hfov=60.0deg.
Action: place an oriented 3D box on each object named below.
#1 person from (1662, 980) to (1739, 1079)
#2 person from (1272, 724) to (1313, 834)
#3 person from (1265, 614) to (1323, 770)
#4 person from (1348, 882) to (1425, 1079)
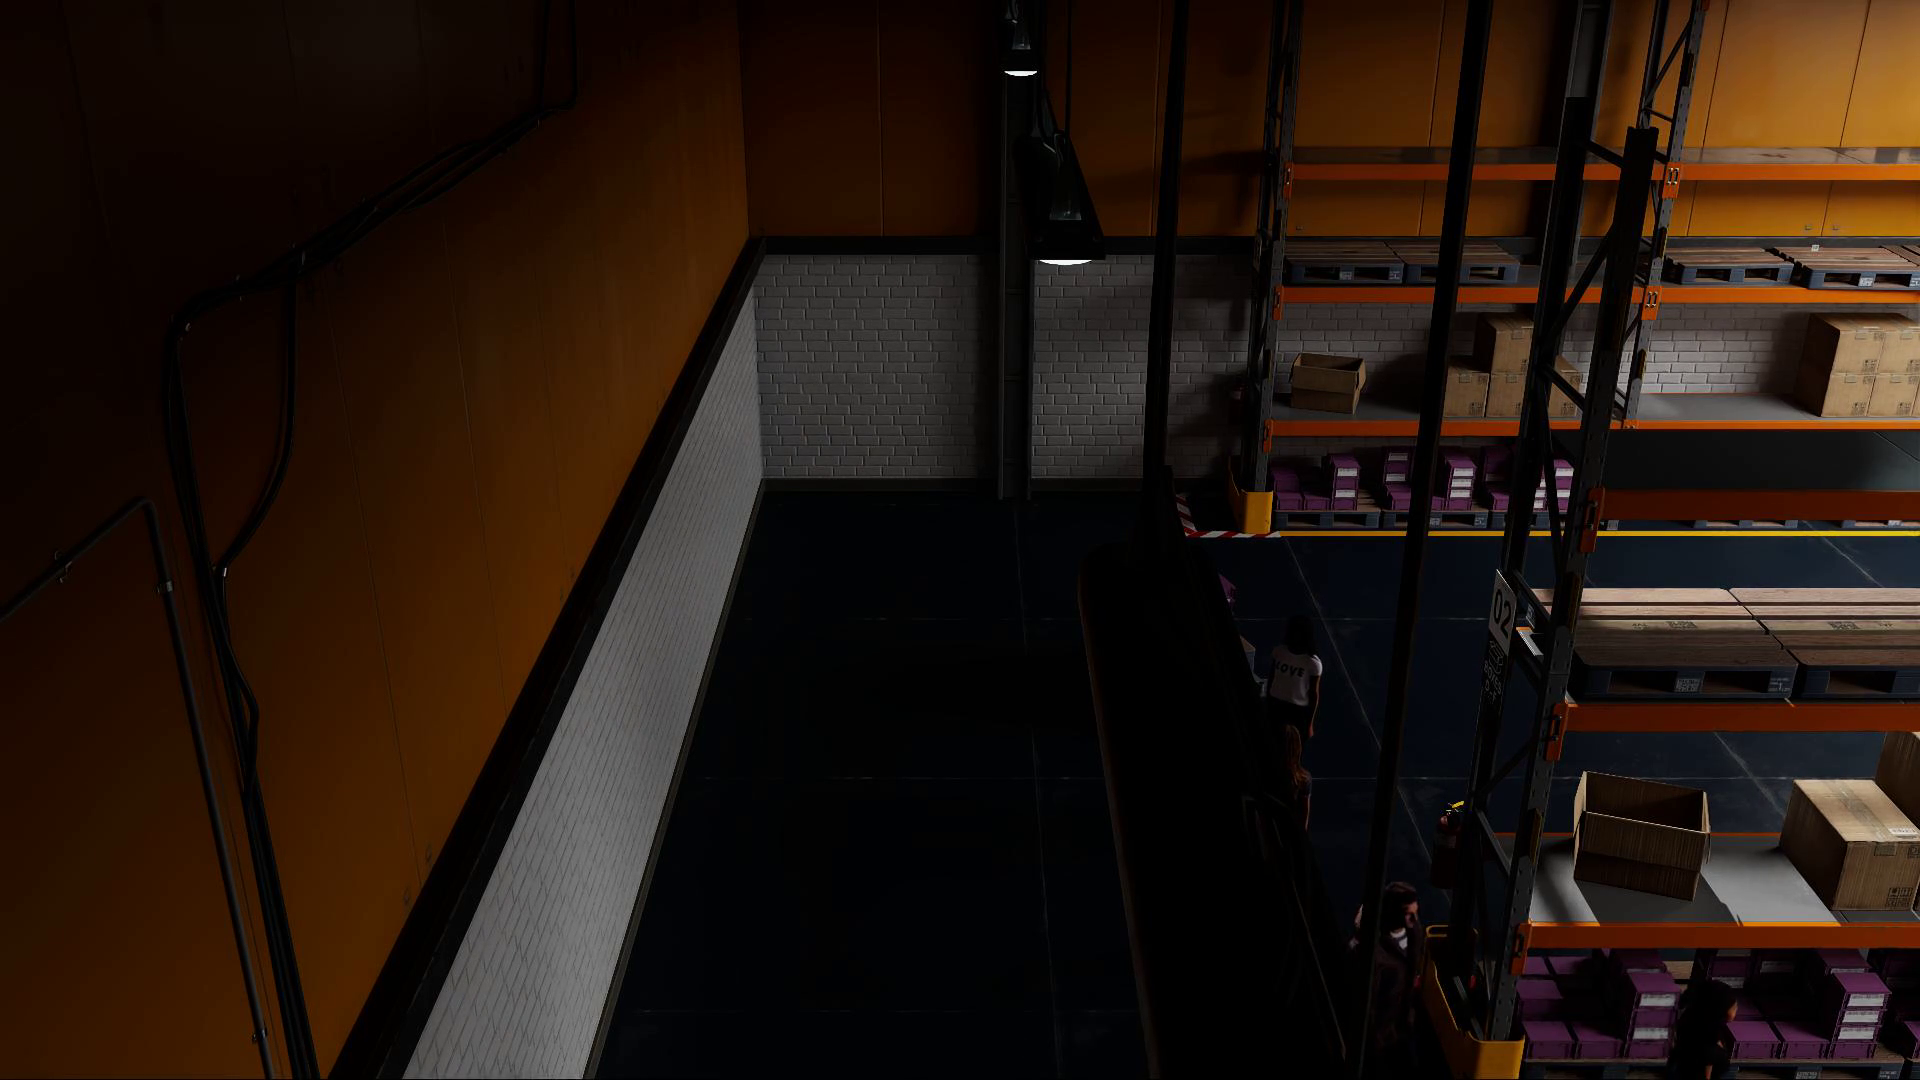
[{"bbox_3d":[3.882,3.133,9.171,1.032,1.710,0.764,6,24,14],"label":"person"},{"bbox_3d":[2.203,2.056,11.607,0.571,1.733,0.711,7,24,15],"label":"person"},{"bbox_3d":[2.597,1.380,13.101,0.641,1.776,0.727,17,29,34],"label":"person"},{"bbox_3d":[2.426,2.763,9.865,0.899,1.832,0.977,-16,28,-33],"label":"person"}]
